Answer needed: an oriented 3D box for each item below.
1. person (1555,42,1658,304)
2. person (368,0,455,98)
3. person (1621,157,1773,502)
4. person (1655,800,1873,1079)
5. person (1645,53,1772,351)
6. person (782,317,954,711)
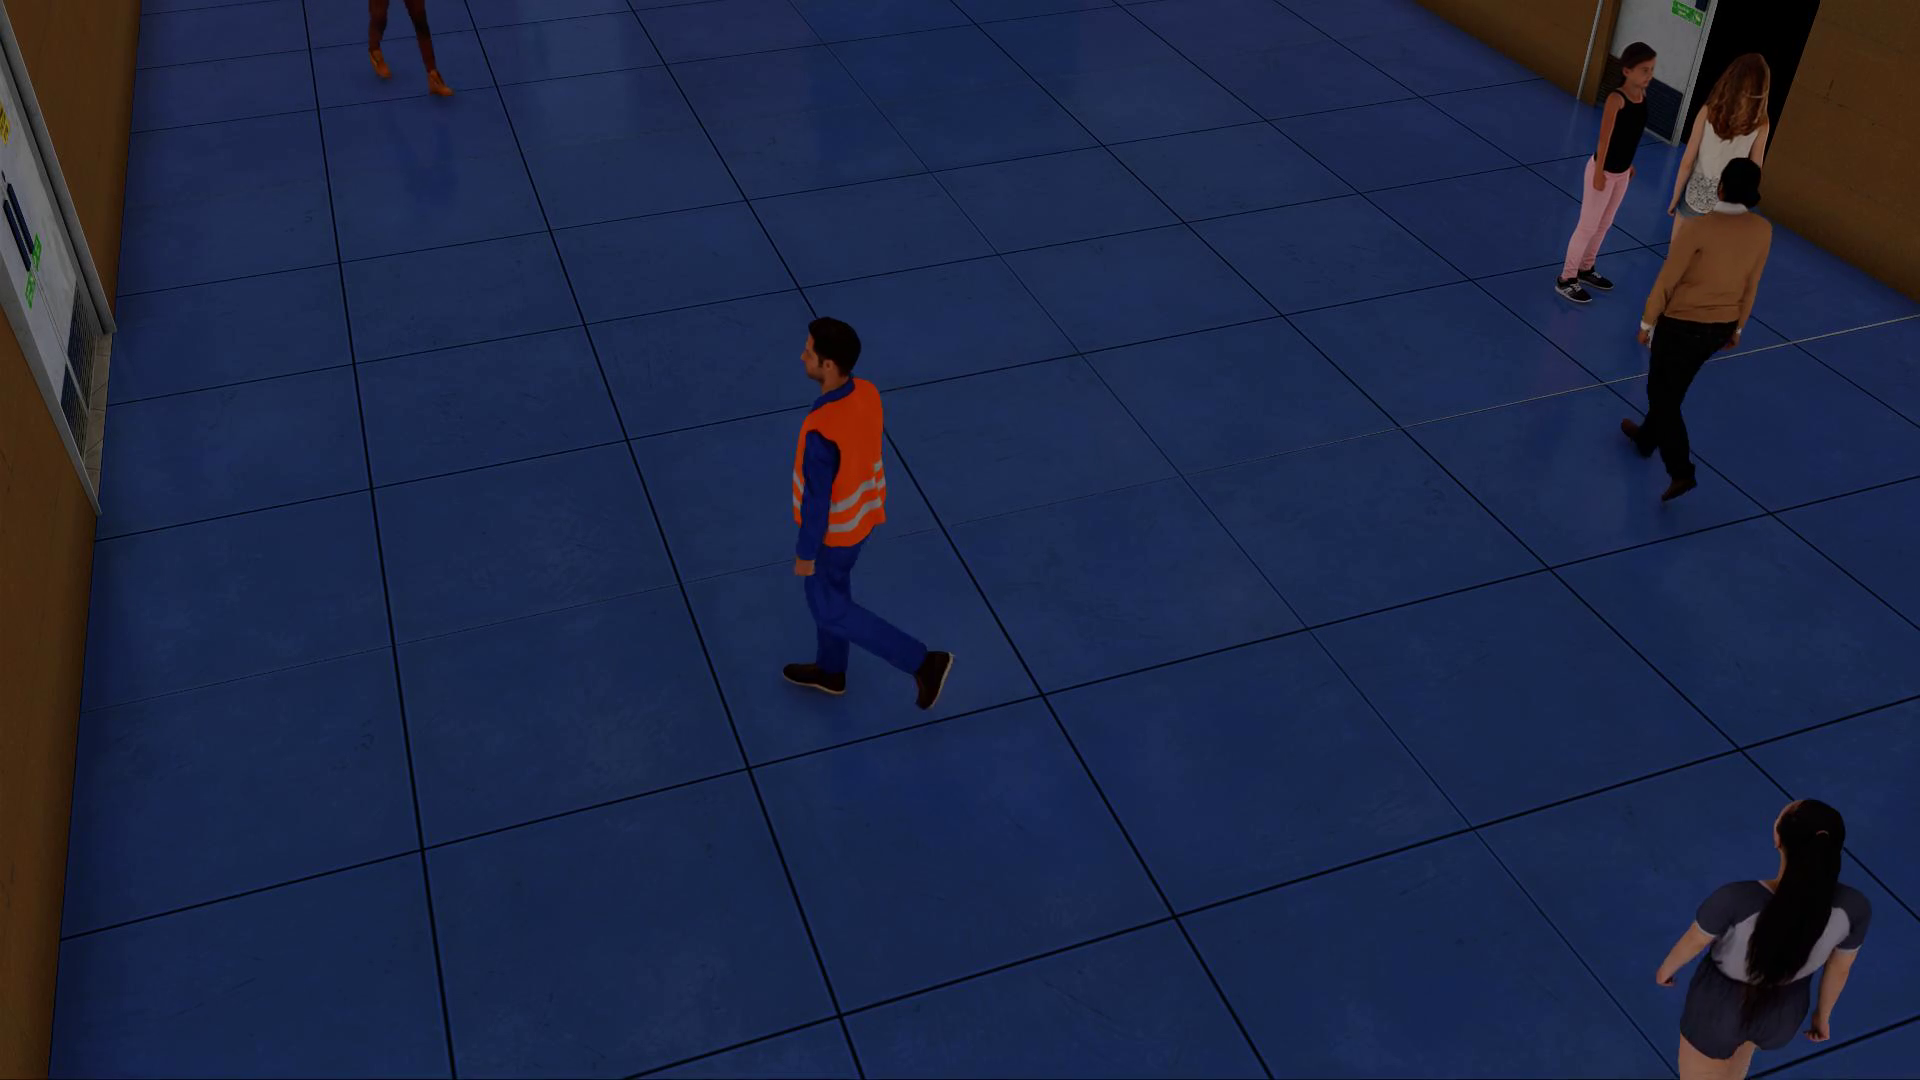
[{"bbox_3d":[3.861,-2.193,9.883,0.539,1.564,0.657,-27,45,-31],"label":"person"},{"bbox_3d":[-4.310,-4.188,12.440,1.052,1.685,1.212,29,46,33],"label":"person"},{"bbox_3d":[3.628,-1.008,8.160,1.090,1.738,0.860,-5,37,-7],"label":"person"},{"bbox_3d":[2.367,1.463,4.952,0.746,1.635,0.812,3,37,4],"label":"person"},{"bbox_3d":[4.173,-1.847,9.259,0.638,1.759,0.711,13,39,16],"label":"person"},{"bbox_3d":[-0.408,-0.033,6.769,1.170,1.848,1.048,10,38,13],"label":"person"}]
